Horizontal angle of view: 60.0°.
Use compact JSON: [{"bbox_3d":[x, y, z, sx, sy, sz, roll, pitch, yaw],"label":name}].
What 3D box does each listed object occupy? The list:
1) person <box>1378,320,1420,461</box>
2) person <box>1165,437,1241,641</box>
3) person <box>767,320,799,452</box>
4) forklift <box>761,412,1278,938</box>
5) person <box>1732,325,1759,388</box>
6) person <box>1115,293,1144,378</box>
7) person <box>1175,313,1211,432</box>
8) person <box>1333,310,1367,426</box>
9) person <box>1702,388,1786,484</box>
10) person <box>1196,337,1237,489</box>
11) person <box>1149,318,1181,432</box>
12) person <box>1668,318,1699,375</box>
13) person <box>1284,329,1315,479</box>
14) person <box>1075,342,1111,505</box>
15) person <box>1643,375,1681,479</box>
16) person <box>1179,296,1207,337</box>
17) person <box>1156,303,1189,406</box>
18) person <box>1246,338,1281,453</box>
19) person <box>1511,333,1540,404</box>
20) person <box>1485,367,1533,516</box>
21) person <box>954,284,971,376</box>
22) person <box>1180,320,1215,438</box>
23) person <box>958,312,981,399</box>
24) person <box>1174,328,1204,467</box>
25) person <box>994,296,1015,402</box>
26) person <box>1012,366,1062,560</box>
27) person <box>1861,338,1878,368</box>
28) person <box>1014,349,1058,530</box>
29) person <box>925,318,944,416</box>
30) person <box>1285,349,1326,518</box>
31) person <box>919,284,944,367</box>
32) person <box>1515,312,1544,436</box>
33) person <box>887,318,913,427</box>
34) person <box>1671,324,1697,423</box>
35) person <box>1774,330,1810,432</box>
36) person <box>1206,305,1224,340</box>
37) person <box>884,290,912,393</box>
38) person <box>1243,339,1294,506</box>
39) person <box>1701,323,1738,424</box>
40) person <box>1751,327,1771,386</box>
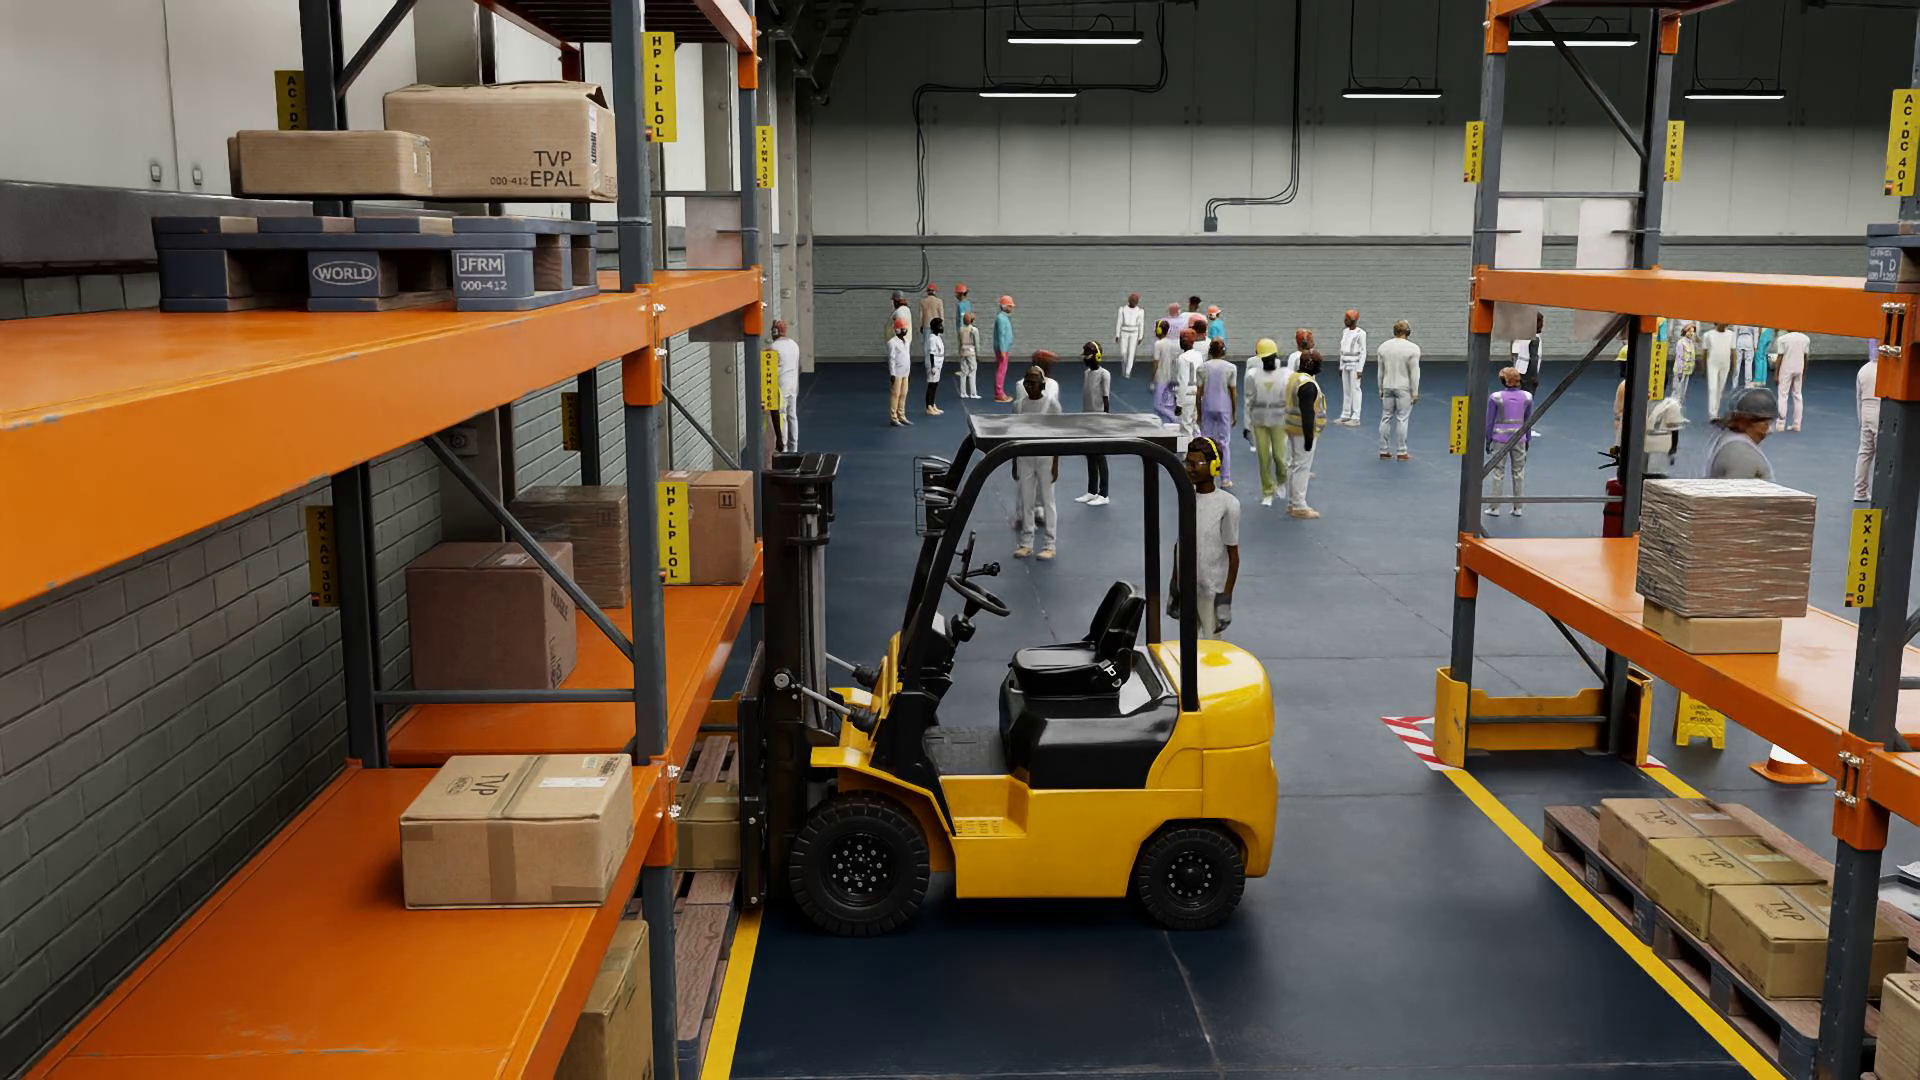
[{"bbox_3d":[5.985,-2.039,22.732,0.627,1.933,0.367,10,14,44],"label":"person"},{"bbox_3d":[1.398,0.324,9.729,0.328,1.872,0.510,-8,13,-37],"label":"person"},{"bbox_3d":[-2.505,-2.110,23.189,0.399,1.909,0.642,5,12,28],"label":"person"},{"bbox_3d":[0.291,0.548,7.580,2.313,2.155,1.214,0,10,-2],"label":"forklift"},{"bbox_3d":[16.130,-3.997,34.159,0.492,1.742,0.321,9,14,41],"label":"person"},{"bbox_3d":[3.729,-4.491,36.565,0.616,1.865,0.414,1,10,6],"label":"person"},{"bbox_3d":[3.460,-2.385,24.640,0.552,1.932,0.377,-1,10,-5],"label":"person"},{"bbox_3d":[6.384,-2.809,27.143,0.357,1.885,0.573,-4,11,-21],"label":"person"},{"bbox_3d":[5.408,-0.057,11.378,0.877,2.000,0.698,2,10,9],"label":"person"},{"bbox_3d":[3.105,-1.537,20.169,0.508,1.846,0.345,3,11,15],"label":"person"},{"bbox_3d":[3.068,-2.359,24.721,0.662,1.855,0.520,7,12,34],"label":"person"},{"bbox_3d":[15.978,-4.546,36.772,0.642,1.897,0.456,1,10,7],"label":"person"},{"bbox_3d":[4.311,-1.723,21.098,0.352,1.881,0.576,-1,10,-6],"label":"person"},{"bbox_3d":[1.533,-1.328,18.969,0.331,1.861,0.508,-5,11,-27],"label":"person"},{"bbox_3d":[7.072,-0.914,17.145,0.545,1.681,0.550,-6,12,-28],"label":"person"},{"bbox_3d":[4.517,-3.813,32.584,0.676,1.935,0.433,3,11,16],"label":"person"},{"bbox_3d":[3.877,-3.361,30.214,0.645,1.893,0.421,2,10,12],"label":"person"},{"bbox_3d":[4.309,-2.053,23.633,0.509,1.632,0.267,4,11,22],"label":"person"},{"bbox_3d":[10.374,-3.402,30.596,0.403,1.834,0.562,-9,13,-40],"label":"person"},{"bbox_3d":[5.971,-1.062,18.121,0.514,1.634,0.313,0,10,-2],"label":"person"},{"bbox_3d":[0.049,-4.693,37.195,0.397,2.043,0.609,2,10,14],"label":"person"},{"bbox_3d":[3.436,-2.183,23.673,0.584,1.884,0.722,7,12,35],"label":"person"},{"bbox_3d":[0.173,-3.513,31.736,0.514,1.645,0.309,9,14,41],"label":"person"},{"bbox_3d":[2.943,-1.785,21.442,0.337,1.882,0.585,7,12,33],"label":"person"},{"bbox_3d":[0.830,-3.574,31.144,0.405,1.986,0.604,2,10,11],"label":"person"},{"bbox_3d":[0.714,-0.723,15.675,0.501,1.839,0.341,5,11,26],"label":"person"},{"bbox_3d":[21.407,-4.905,38.974,0.341,1.839,0.501,8,13,37],"label":"person"},{"bbox_3d":[0.806,-1.043,17.314,0.576,1.882,0.355,-8,13,-39],"label":"person"},{"bbox_3d":[-0.441,-2.997,28.739,0.321,1.690,0.532,2,10,10],"label":"person"},{"bbox_3d":[3.757,-1.155,18.076,0.429,1.836,0.620,0,10,-1],"label":"person"},{"bbox_3d":[-0.669,-5.123,39.754,0.611,1.985,0.394,2,10,13],"label":"person"},{"bbox_3d":[8.776,-2.554,25.659,0.397,1.911,0.588,1,10,4],"label":"person"},{"bbox_3d":[-0.960,-2.722,27.025,0.335,1.748,0.572,6,12,28],"label":"person"},{"bbox_3d":[11.979,-2.757,27.546,0.313,1.637,0.513,9,14,41],"label":"person"},{"bbox_3d":[13.073,-2.609,26.177,0.502,1.837,0.349,-1,10,-5],"label":"person"},{"bbox_3d":[5.021,-3.752,32.812,0.384,1.740,0.583,3,11,16],"label":"person"},{"bbox_3d":[-1.236,-3.946,33.044,0.536,2.000,0.673,2,10,9],"label":"person"},{"bbox_3d":[3.518,-1.340,18.917,0.597,1.900,0.439,3,11,16],"label":"person"},{"bbox_3d":[12.505,-2.814,27.372,0.512,1.806,0.850,1,10,8],"label":"person"},{"bbox_3d":[16.640,-4.109,34.537,0.514,1.836,0.355,-10,14,-43],"label":"person"}]
